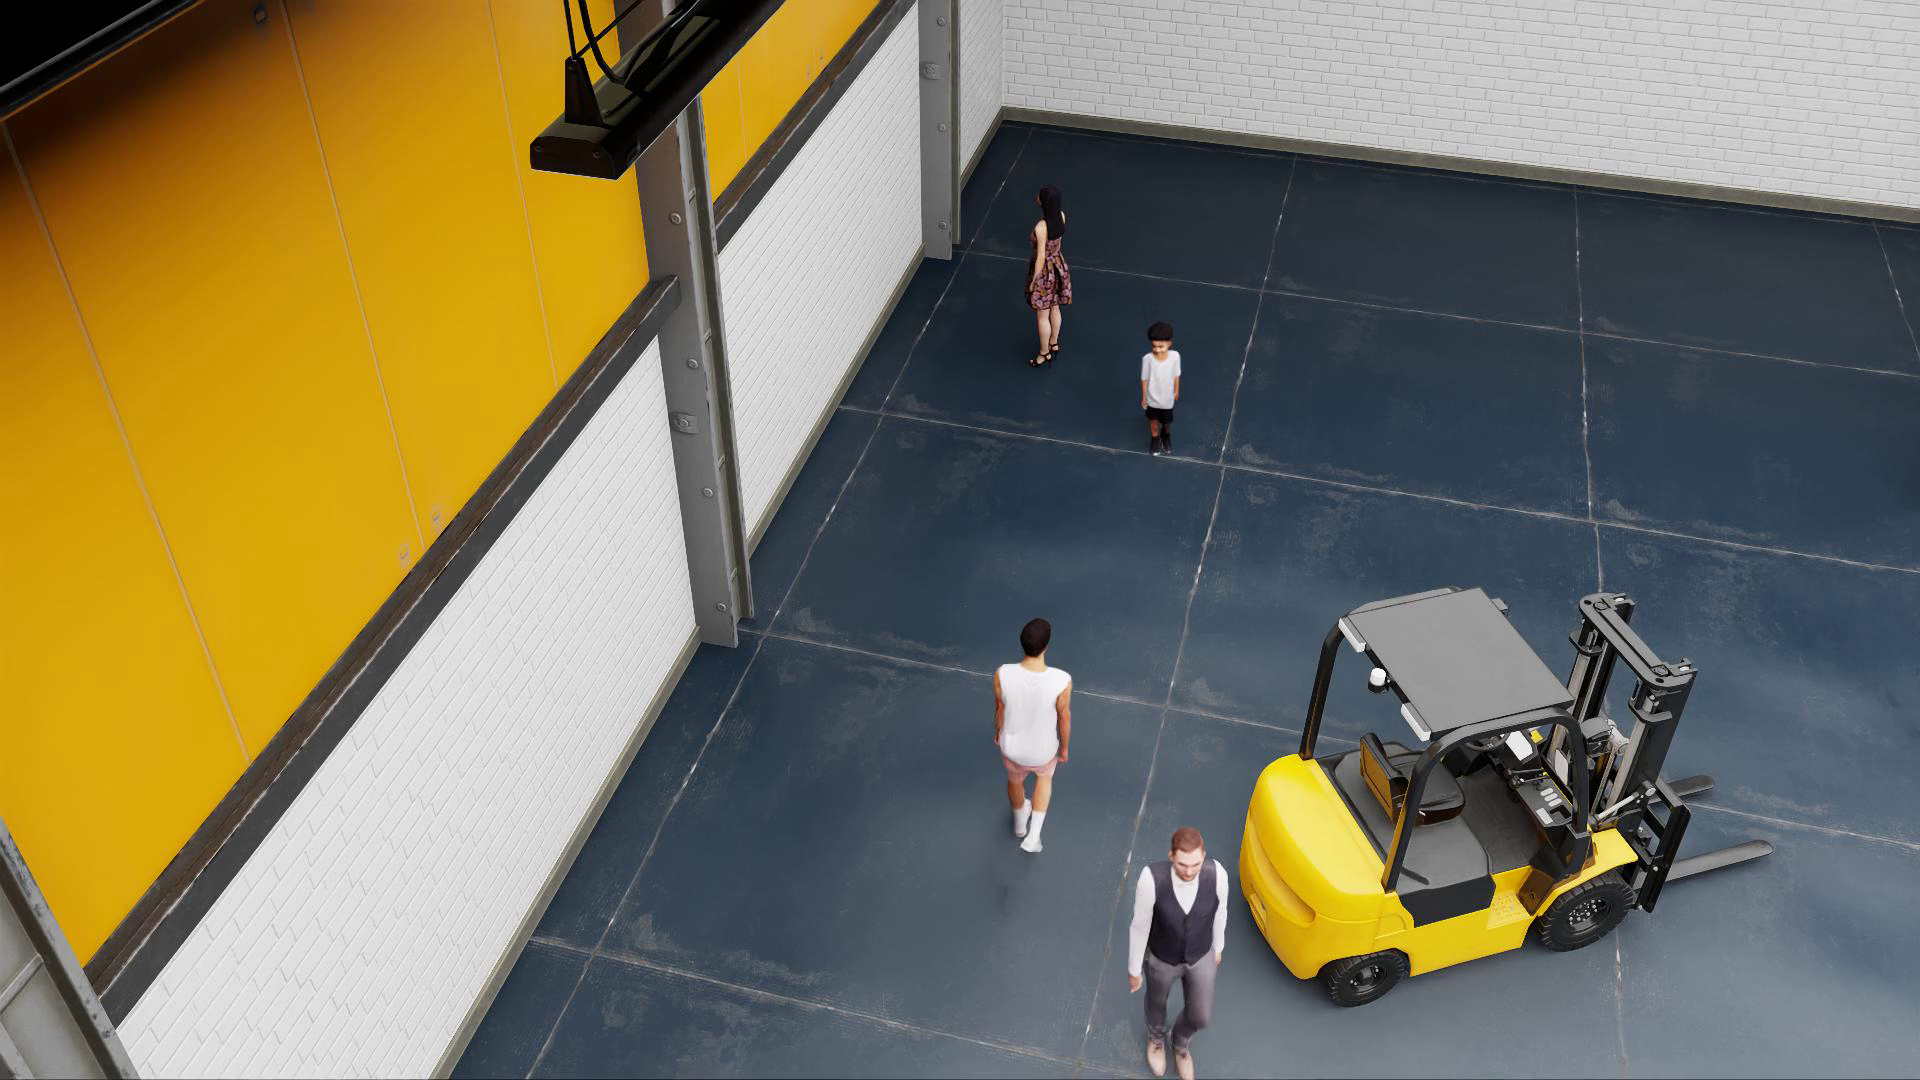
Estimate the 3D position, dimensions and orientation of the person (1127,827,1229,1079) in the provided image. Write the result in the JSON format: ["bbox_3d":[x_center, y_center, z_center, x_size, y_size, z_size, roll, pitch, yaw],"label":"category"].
[{"bbox_3d":[1.162,2.147,8.989,0.778,1.926,0.756,-2,39,-3],"label":"person"}]

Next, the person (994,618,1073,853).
[{"bbox_3d":[0.401,1.274,10.206,0.659,1.772,0.821,7,39,9],"label":"person"}]

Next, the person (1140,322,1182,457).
[{"bbox_3d":[1.646,-1.286,13.834,0.522,1.245,0.527,0,39,0],"label":"person"}]

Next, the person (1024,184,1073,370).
[{"bbox_3d":[0.759,-2.336,14.724,0.807,1.774,0.705,21,43,24],"label":"person"}]
